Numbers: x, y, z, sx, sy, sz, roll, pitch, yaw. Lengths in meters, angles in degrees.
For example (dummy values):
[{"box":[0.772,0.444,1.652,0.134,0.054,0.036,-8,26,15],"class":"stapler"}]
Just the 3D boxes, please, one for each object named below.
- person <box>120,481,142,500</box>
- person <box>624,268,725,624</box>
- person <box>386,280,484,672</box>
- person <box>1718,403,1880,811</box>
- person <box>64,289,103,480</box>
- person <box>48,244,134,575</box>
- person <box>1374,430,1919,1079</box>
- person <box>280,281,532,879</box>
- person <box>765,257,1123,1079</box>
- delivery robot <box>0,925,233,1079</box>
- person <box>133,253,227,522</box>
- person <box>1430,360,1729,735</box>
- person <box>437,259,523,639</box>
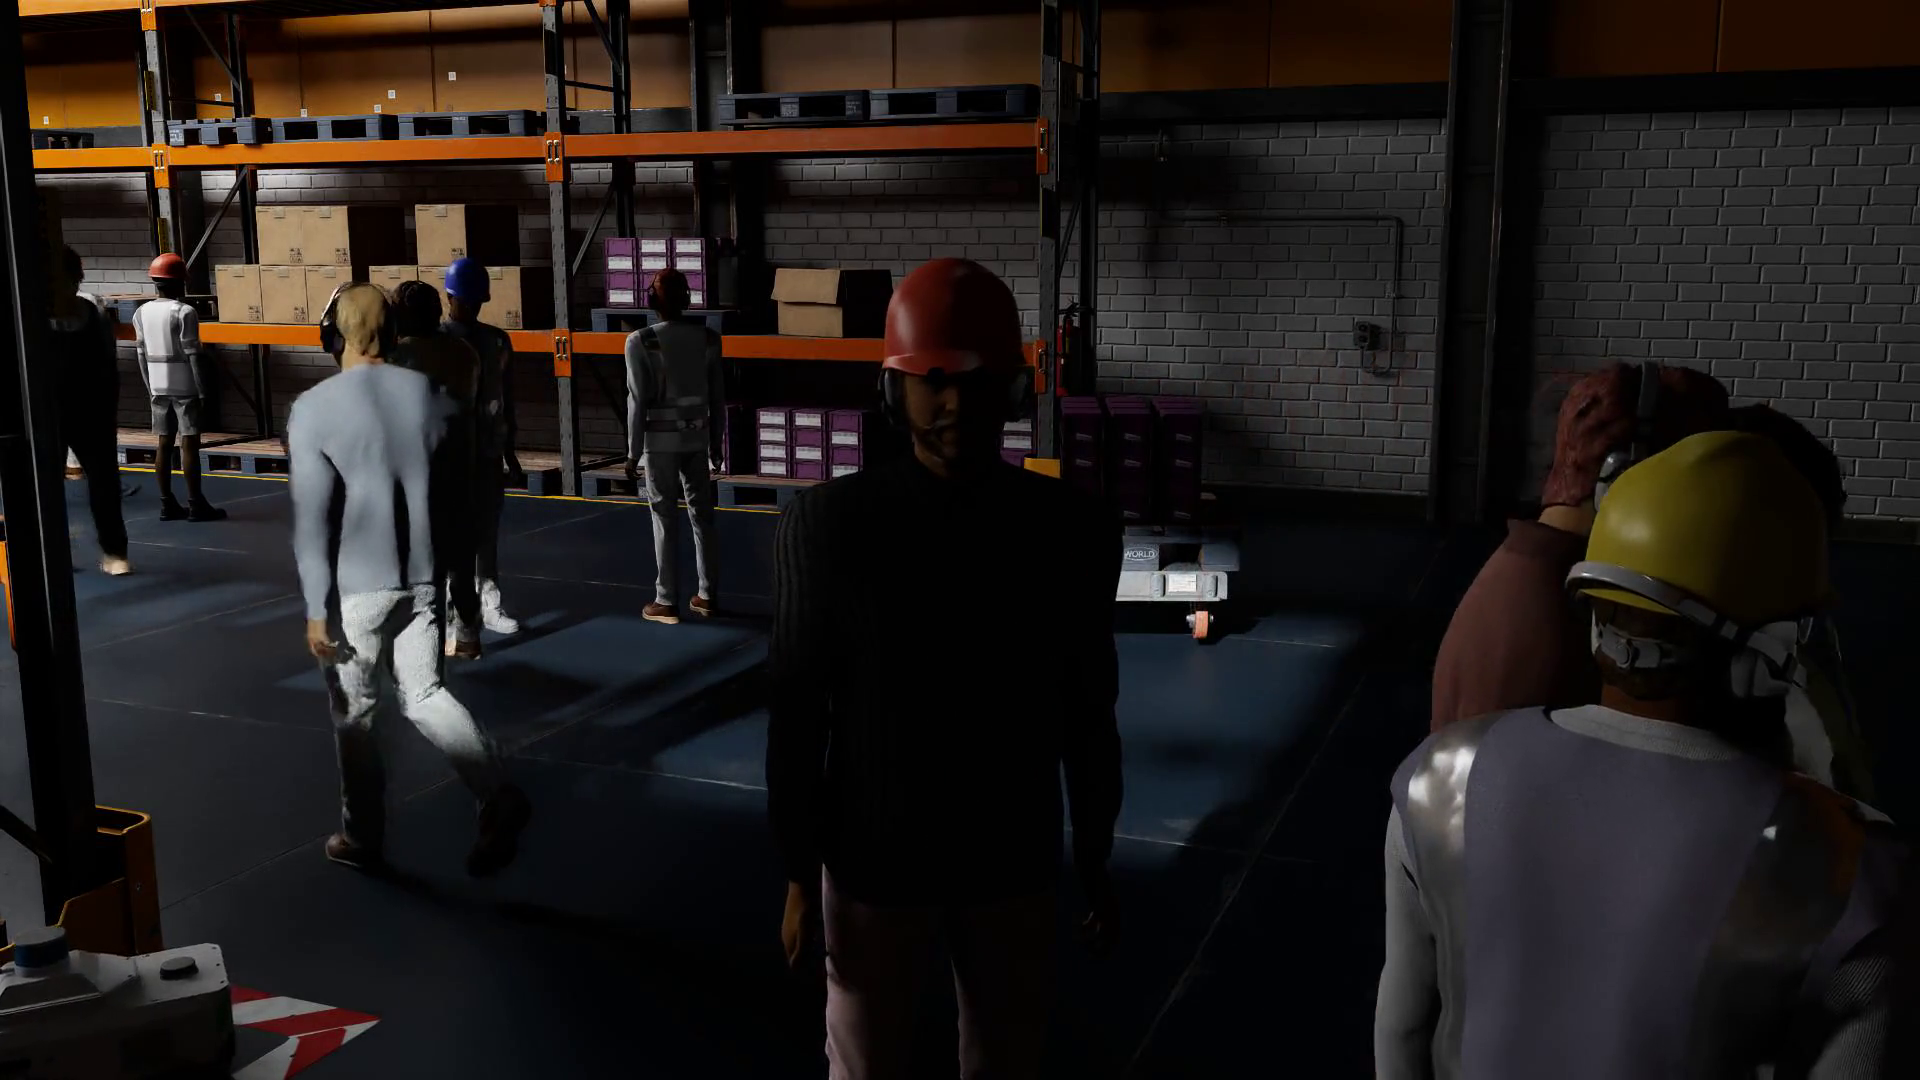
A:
[{"box":[-6.781,-1.133,12.664,0.868,1.789,0.609,2,10,9],"class":"person"},{"box":[-1.515,-0.498,8.868,0.584,1.882,0.337,-8,13,-38],"class":"person"},{"box":[-2.516,-0.294,7.852,0.430,1.845,0.624,5,11,26],"class":"person"},{"box":[1.178,0.681,2.578,0.432,1.797,0.688,5,12,28],"class":"person"},{"box":[-7.543,-1.449,14.218,0.372,1.870,0.622,4,11,20],"class":"person"},{"box":[-5.341,-0.772,9.960,0.697,2.000,0.807,-9,14,-41],"class":"person"},{"box":[0.742,0.794,1.818,0.404,1.829,0.600,-9,13,-40],"class":"person"},{"box":[-1.730,0.155,5.195,0.789,1.913,0.630,8,13,38],"class":"person"},{"box":[-0.017,0.536,2.800,0.611,1.996,0.387,-2,10,-10],"class":"person"},{"box":[-1.953,1.072,3.566,0.707,0.478,0.477,-5,12,-28],"class":"delivery robot"},{"box":[-5.657,-1.092,12.031,0.545,1.938,0.354,3,11,17],"class":"person"},{"box":[0.918,0.667,2.464,1.009,1.845,0.672,4,11,19],"class":"person"},{"box":[-2.502,-0.450,8.463,0.409,1.934,0.602,9,13,40],"class":"person"}]
